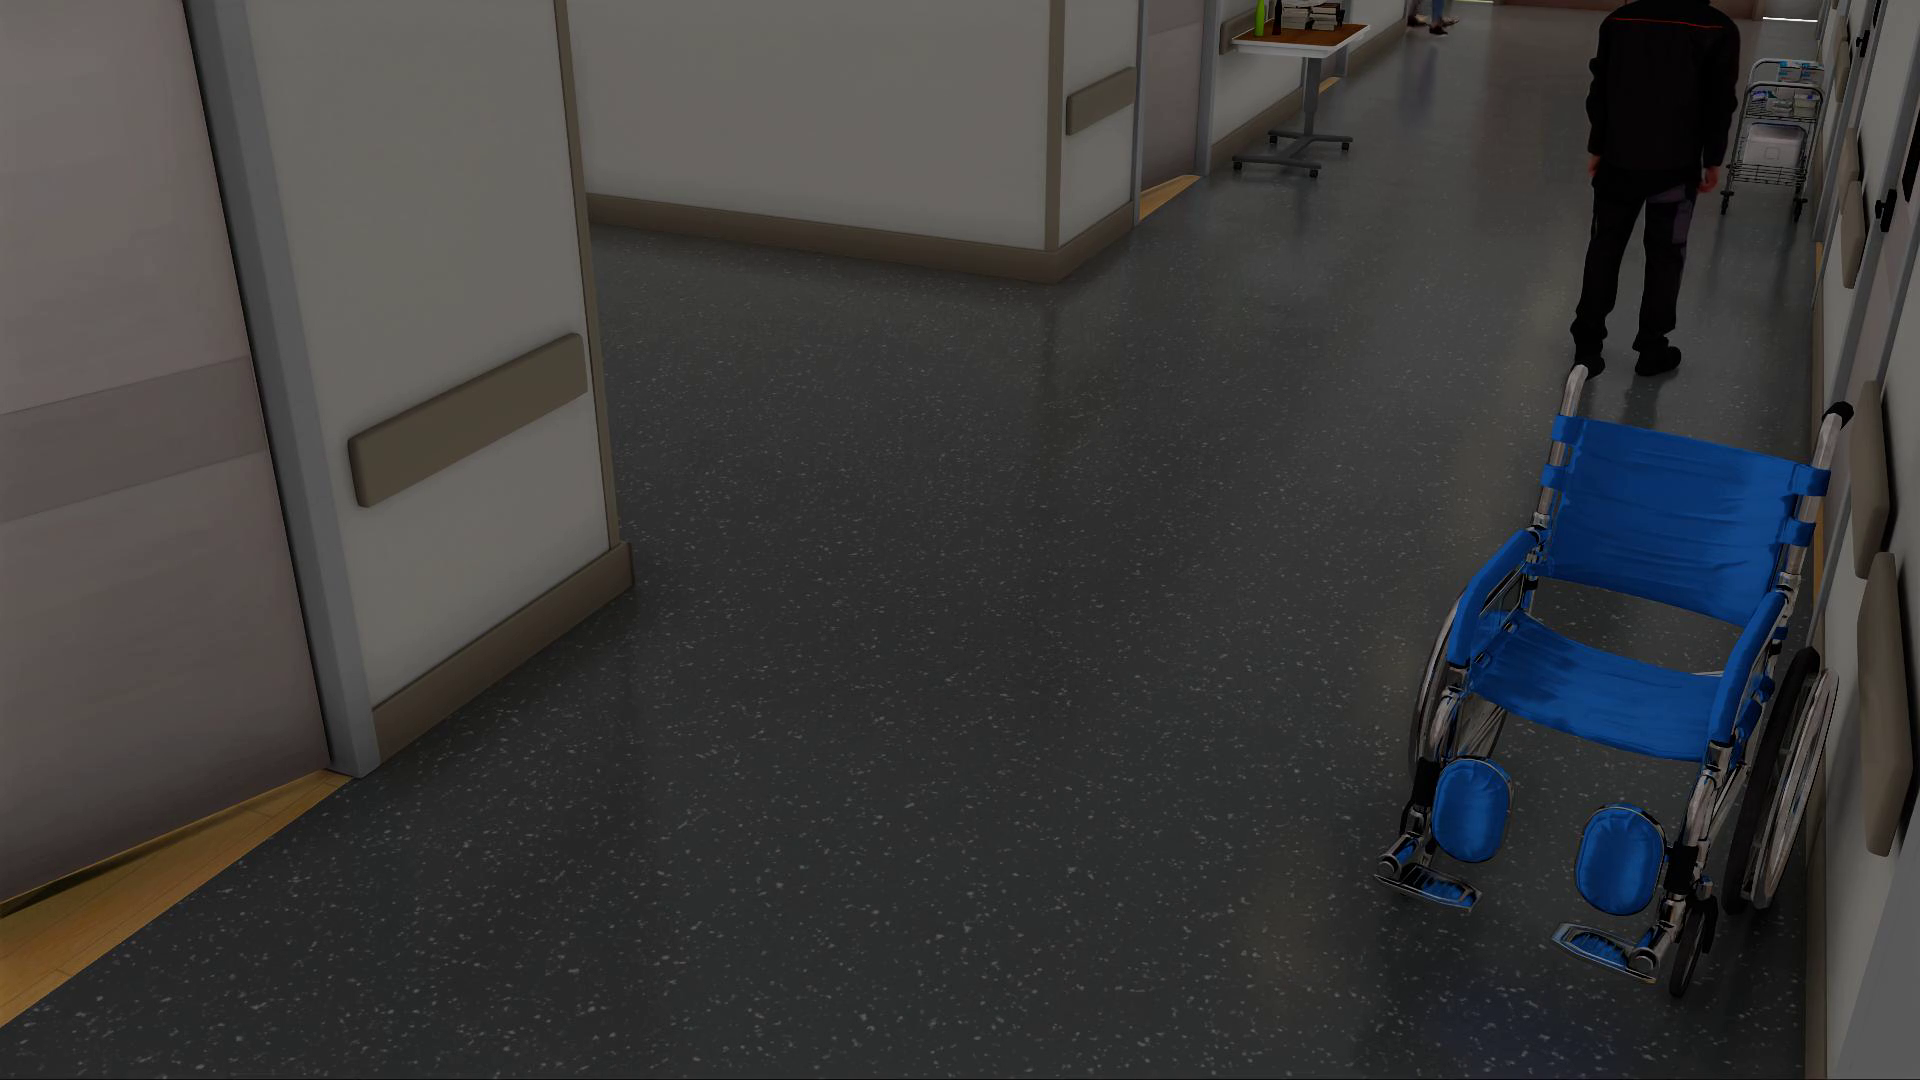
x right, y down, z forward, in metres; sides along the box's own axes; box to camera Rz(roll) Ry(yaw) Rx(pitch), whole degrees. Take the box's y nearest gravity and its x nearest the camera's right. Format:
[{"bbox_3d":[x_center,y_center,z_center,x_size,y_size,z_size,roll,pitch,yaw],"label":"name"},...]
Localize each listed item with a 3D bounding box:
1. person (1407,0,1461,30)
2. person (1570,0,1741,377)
[{"bbox_3d":[4.302,-5.401,15.410,0.607,1.294,0.713,16,30,29],"label":"person"},{"bbox_3d":[2.884,-1.622,6.914,0.821,1.867,0.716,20,32,35],"label":"person"}]
